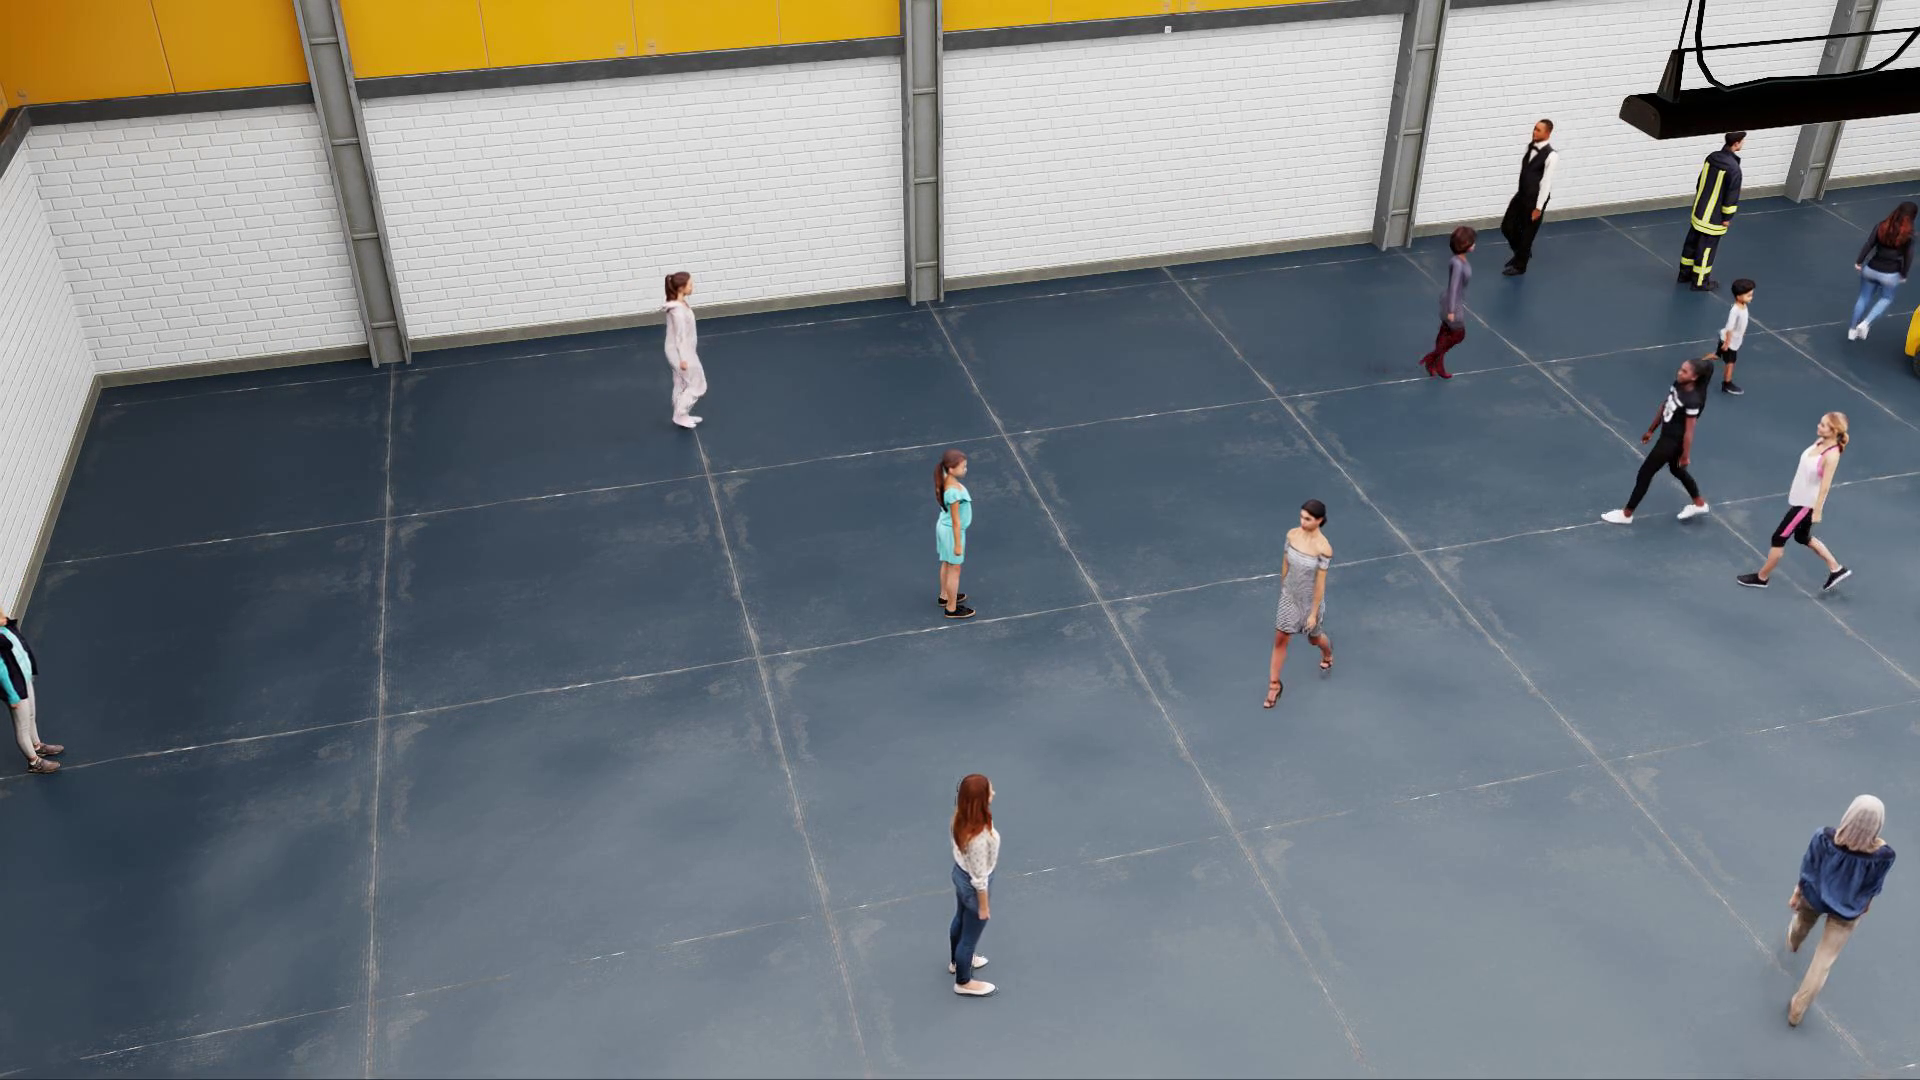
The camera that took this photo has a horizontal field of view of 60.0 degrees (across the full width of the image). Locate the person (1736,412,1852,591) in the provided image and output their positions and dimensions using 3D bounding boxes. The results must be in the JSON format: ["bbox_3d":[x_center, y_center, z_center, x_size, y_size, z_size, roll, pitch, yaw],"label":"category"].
[{"bbox_3d":[7.254,-0.290,14.056,1.184,1.763,1.009,10,35,15],"label":"person"}]

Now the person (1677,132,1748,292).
[{"bbox_3d":[8.718,-3.847,19.259,0.646,1.927,0.767,-7,34,-11],"label":"person"}]

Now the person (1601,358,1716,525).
[{"bbox_3d":[6.510,-0.860,14.984,1.276,1.684,0.934,4,34,6],"label":"person"}]

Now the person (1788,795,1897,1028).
[{"bbox_3d":[5.358,2.310,10.241,1.083,1.656,1.137,18,37,25],"label":"person"}]

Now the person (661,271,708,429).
[{"bbox_3d":[-2.839,-1.851,16.481,0.631,1.679,0.671,-12,36,-18],"label":"person"}]

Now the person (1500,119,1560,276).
[{"bbox_3d":[6.790,-4.031,19.551,0.707,1.911,0.727,-11,35,-15],"label":"person"}]

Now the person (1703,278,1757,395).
[{"bbox_3d":[7.991,-2.155,17.328,0.845,1.247,0.805,21,39,28],"label":"person"}]

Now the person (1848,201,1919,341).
[{"bbox_3d":[10.031,-2.880,18.077,0.861,1.626,0.900,24,40,31],"label":"person"}]

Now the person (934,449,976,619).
[{"bbox_3d":[-0.062,-0.067,13.906,0.521,1.558,0.542,-7,34,-11],"label":"person"}]

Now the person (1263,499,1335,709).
[{"bbox_3d":[2.721,0.468,12.892,0.950,1.789,1.142,28,42,35],"label":"person"}]

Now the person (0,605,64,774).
[{"bbox_3d":[-6.985,1.059,12.270,0.562,1.494,0.563,-7,34,-11],"label":"person"}]

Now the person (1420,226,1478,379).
[{"bbox_3d":[5.060,-2.462,17.378,0.788,1.702,0.740,10,35,15],"label":"person"}]

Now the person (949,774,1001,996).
[{"bbox_3d":[0.067,2.143,10.429,0.516,1.726,0.580,-7,34,-11],"label":"person"}]
